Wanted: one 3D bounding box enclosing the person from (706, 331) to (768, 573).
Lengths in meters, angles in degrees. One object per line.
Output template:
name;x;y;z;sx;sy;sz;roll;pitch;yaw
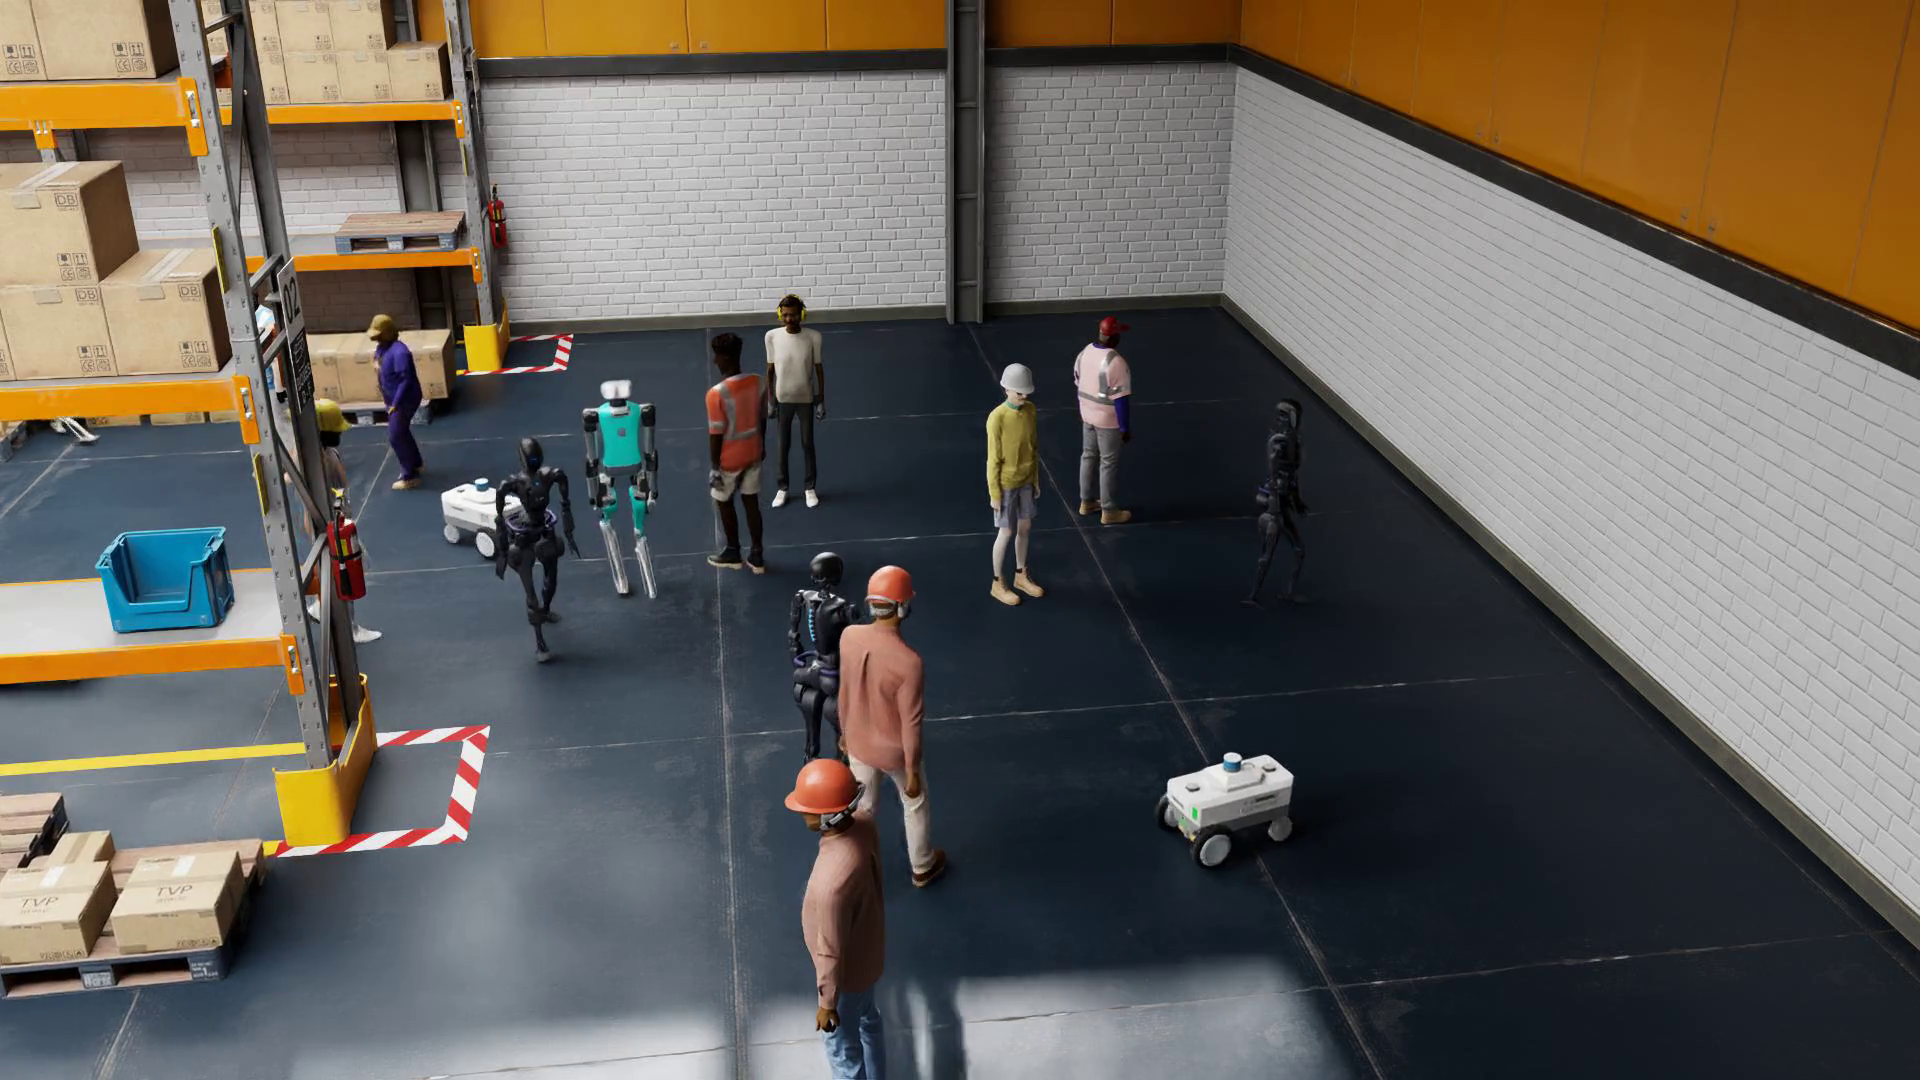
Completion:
person;-1.740;-0.672;12.834;0.528;1.950;0.650;18;29;35

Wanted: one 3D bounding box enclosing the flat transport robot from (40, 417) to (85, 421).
flat transport robot;-8.997;-1.340;16.450;1.431;0.231;0.659;-3;24;-8

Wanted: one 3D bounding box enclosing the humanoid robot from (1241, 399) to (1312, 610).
humanoid robot;2.378;-0.246;12.214;0.514;1.641;0.601;12;27;26

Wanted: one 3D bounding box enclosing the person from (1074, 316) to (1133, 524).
person;1.211;-1.008;13.846;0.418;1.753;0.605;-15;28;-31

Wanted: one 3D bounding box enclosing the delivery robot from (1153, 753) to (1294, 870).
delivery robot;1.560;1.506;9.601;0.766;0.587;0.499;-10;26;-22

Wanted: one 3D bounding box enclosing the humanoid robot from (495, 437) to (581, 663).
humanoid robot;-3.014;-0.007;11.728;0.609;1.618;0.735;-16;28;-32

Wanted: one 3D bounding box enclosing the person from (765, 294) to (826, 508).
person;-1.388;-1.175;14.082;0.511;1.872;0.333;0;24;0

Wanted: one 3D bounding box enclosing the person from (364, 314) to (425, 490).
person;-4.887;-1.203;14.493;0.488;1.586;0.484;-21;31;-39

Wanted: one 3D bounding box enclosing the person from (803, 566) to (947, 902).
person;-0.453;1.093;8.830;0.644;1.942;0.907;18;29;34

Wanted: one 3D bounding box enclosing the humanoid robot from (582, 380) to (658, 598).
humanoid robot;-2.552;-0.394;12.483;0.535;1.792;0.736;-8;25;-18

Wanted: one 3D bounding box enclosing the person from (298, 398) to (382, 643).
person;-4.366;-0.108;11.612;0.450;1.898;0.599;-8;25;-17

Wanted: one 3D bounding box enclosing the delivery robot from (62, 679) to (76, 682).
delivery robot;-6.426;0.684;11.484;0.797;0.595;0.499;0;24;1

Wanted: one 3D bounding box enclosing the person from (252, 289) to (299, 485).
person;-6.136;-1.390;14.625;0.622;1.836;0.431;14;27;29

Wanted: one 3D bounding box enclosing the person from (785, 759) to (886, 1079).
person;-0.515;1.807;7.150;0.403;1.986;0.610;4;24;10

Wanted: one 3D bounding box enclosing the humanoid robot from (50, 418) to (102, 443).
humanoid robot;-8.540;-1.737;15.561;0.992;1.739;0.532;14;27;29

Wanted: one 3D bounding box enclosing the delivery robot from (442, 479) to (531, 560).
delivery robot;-3.833;-0.190;13.495;0.813;0.612;0.499;14;27;29

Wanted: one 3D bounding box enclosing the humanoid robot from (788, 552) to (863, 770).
humanoid robot;-0.774;0.843;9.707;0.599;1.657;0.315;16;28;31

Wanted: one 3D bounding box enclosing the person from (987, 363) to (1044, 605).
person;0.393;-0.427;12.371;0.491;1.880;0.412;-21;31;-39
